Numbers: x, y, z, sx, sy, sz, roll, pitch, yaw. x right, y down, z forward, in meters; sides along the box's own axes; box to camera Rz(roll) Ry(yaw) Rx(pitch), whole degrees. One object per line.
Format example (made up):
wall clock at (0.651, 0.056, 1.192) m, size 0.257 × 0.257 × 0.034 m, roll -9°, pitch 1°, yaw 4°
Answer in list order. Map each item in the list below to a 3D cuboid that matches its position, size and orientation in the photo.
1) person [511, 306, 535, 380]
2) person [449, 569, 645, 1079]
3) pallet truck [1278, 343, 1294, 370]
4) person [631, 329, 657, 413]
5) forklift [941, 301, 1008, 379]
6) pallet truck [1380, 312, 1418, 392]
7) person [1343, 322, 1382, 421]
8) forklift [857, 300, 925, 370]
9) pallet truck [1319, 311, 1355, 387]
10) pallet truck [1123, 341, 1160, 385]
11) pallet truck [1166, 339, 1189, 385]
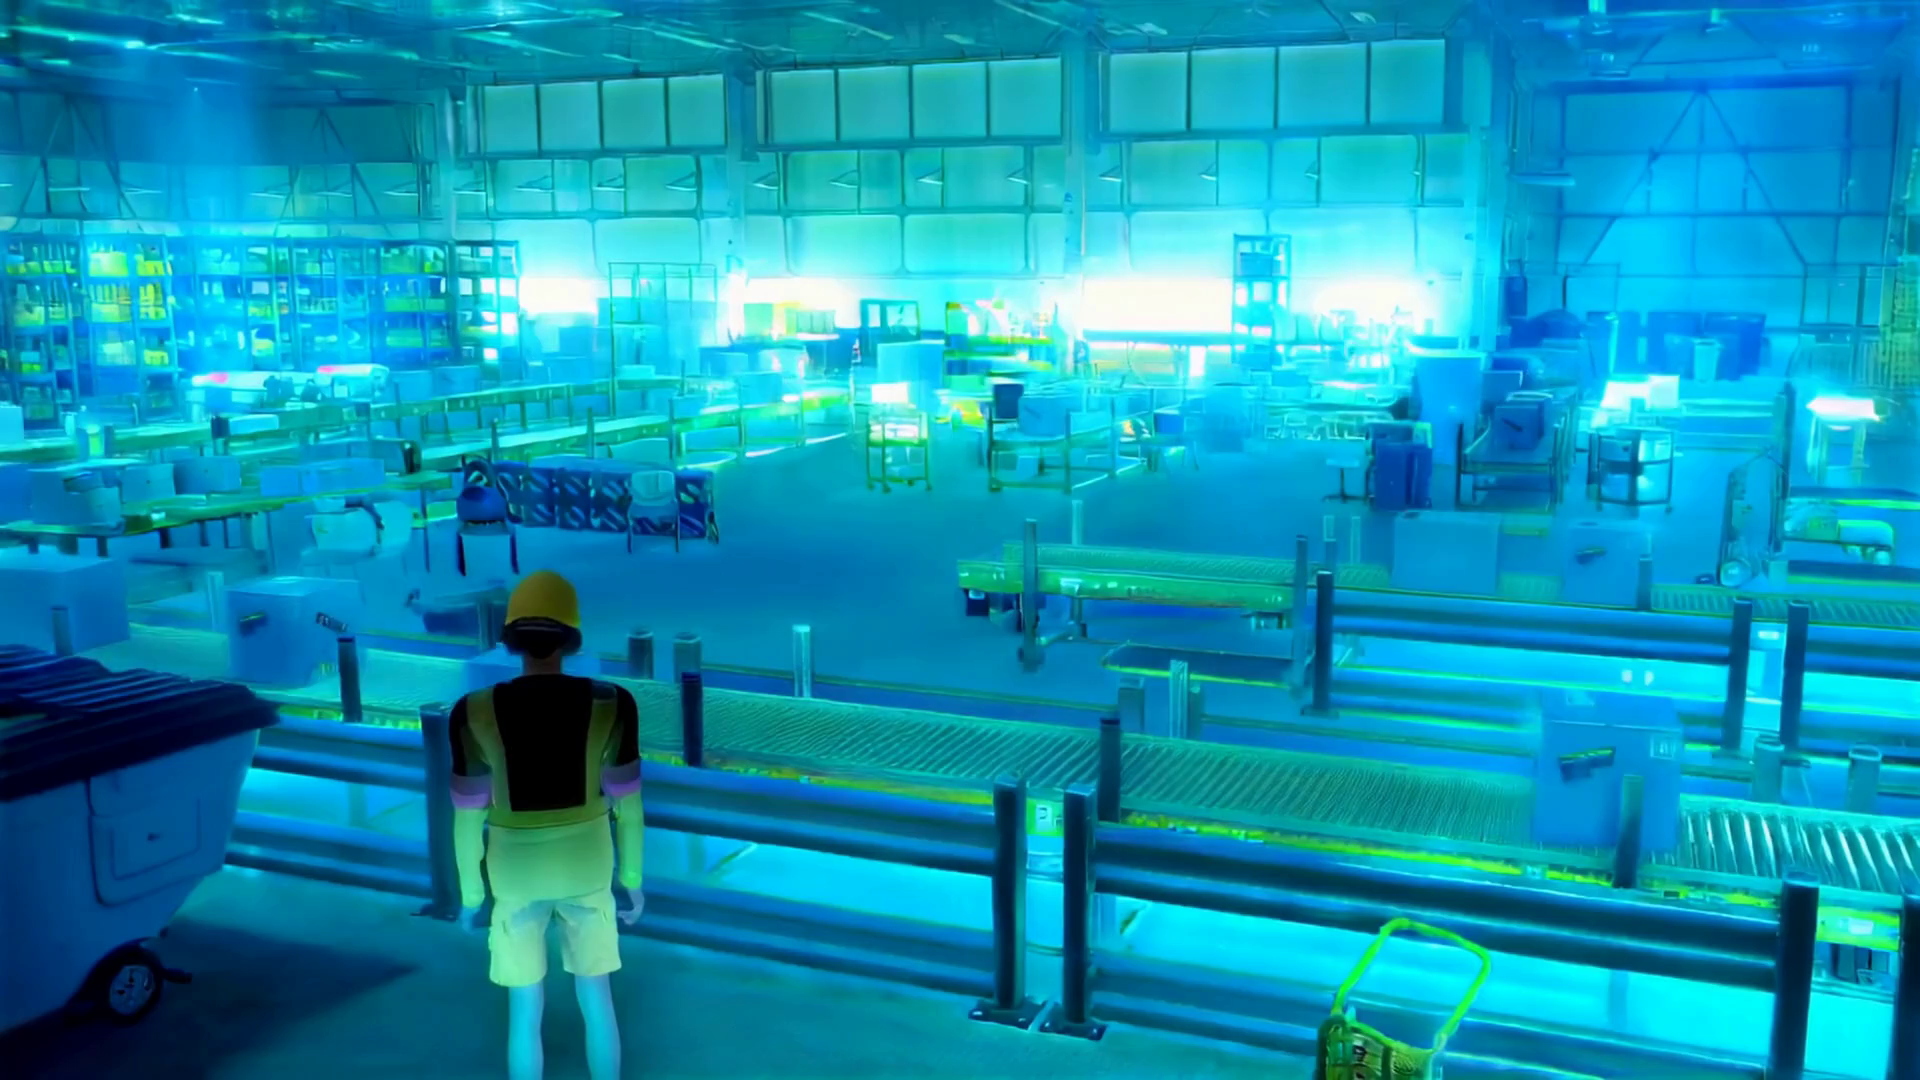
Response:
person at (-11.504, -5.168, 43.799) m, size 0.643 × 1.972 × 0.755 m, roll -7°, pitch 11°, yaw -35°
person at (-1.366, 1.108, 5.562) m, size 0.614 × 2.040 × 0.391 m, roll -3°, pitch 10°, yaw -16°
pallet truck at (7.886, -4.163, 39.743) m, size 0.653 × 1.274 × 1.630 m, roll 4°, pitch 10°, yaw 22°
person at (-6.524, -3.468, 34.188) m, size 0.426 × 1.743 × 0.549 m, roll -2°, pitch 10°, yaw -10°
forklift at (0.365, -4.966, 41.571) m, size 1.157 × 1.987 × 2.680 m, roll 3°, pitch 10°, yaw 20°
pallet truck at (10.207, -4.283, 38.369) m, size 0.823 × 1.965 × 1.885 m, roll 3°, pitch 10°, yaw 20°
person at (7.452, -3.032, 30.830) m, size 1.034 × 2.000 × 0.616 m, roll 6°, pitch 11°, yaw 33°
forklift at (-1.732, -5.109, 42.468) m, size 1.157 × 1.987 × 2.680 m, roll 4°, pitch 10°, yaw 22°
pallet truck at (9.071, -4.419, 39.190) m, size 0.823 × 1.965 × 1.885 m, roll 5°, pitch 10°, yaw 26°
pallet truck at (4.445, -4.380, 41.279) m, size 0.680 × 1.201 × 1.601 m, roll 4°, pitch 10°, yaw 22°
pallet truck at (5.418, -4.269, 40.420) m, size 0.704 × 1.261 × 1.522 m, roll 3°, pitch 10°, yaw 20°
